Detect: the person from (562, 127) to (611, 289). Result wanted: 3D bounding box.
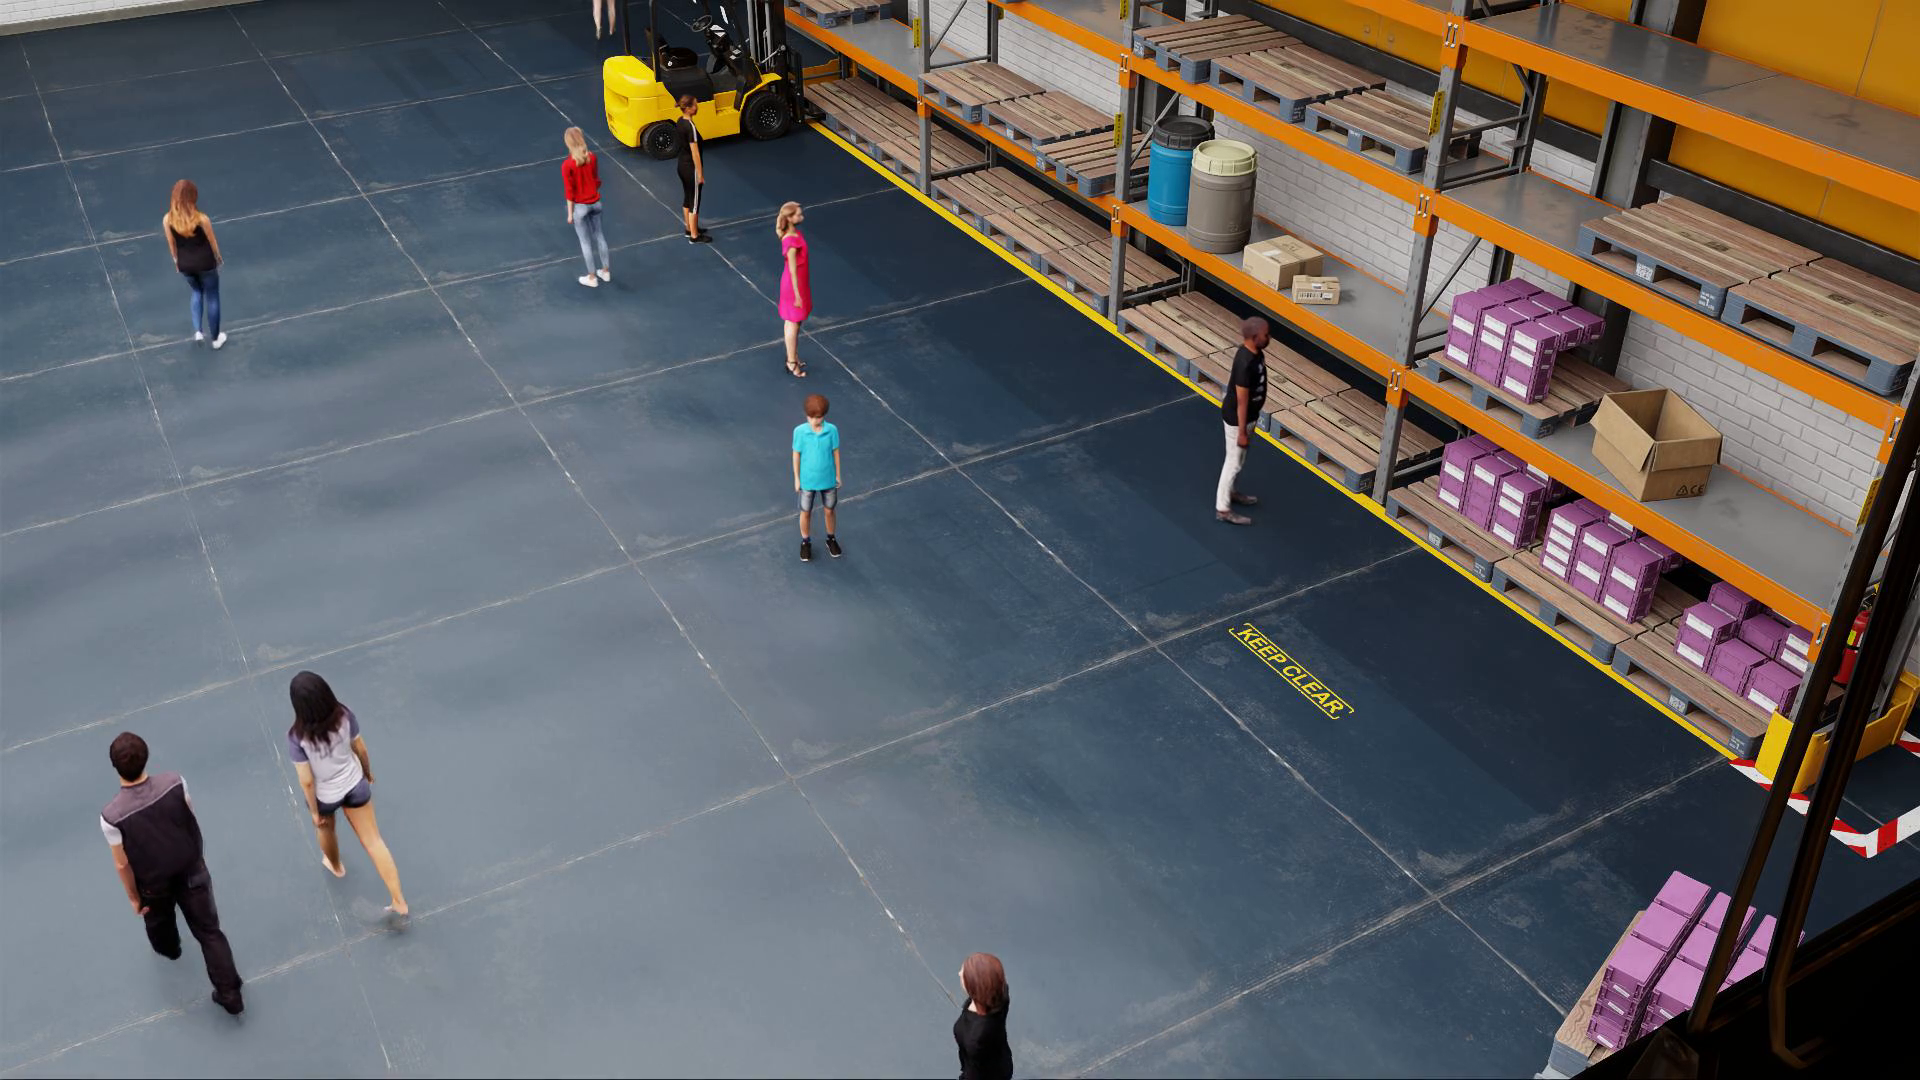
[{"bbox_3d":[-3.914,-3.476,17.377,0.638,1.702,0.685,24,41,32],"label":"person"}]

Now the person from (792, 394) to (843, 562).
[{"bbox_3d":[-1.132,-0.519,13.158,0.575,1.449,0.566,-7,34,-11],"label":"person"}]

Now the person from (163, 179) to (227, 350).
[{"bbox_3d":[-7.392,-2.620,16.087,0.692,1.705,0.722,-3,34,-4],"label":"person"}]

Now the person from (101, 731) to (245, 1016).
[{"bbox_3d":[-4.327,1.888,9.223,0.770,1.797,1.239,-27,42,-35],"label":"person"}]

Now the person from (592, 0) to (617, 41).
[{"bbox_3d":[-5.308,-8.214,24.575,0.794,1.626,0.994,-2,34,-3],"label":"person"}]

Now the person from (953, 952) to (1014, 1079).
[{"bbox_3d":[0.202,2.654,8.170,0.903,1.686,0.834,11,35,16],"label":"person"}]

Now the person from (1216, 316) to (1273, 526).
[{"bbox_3d":[2.292,-0.998,13.558,0.794,1.803,0.744,10,35,15],"label":"person"}]

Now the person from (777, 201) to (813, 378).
[{"bbox_3d":[-1.578,-2.384,15.713,0.715,1.727,0.610,-2,34,-4],"label":"person"}]

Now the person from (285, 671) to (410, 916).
[{"bbox_3d":[-3.632,1.537,9.845,0.801,1.693,1.202,-27,42,-35],"label":"person"}]

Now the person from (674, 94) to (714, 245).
[{"bbox_3d":[-2.983,-4.103,18.351,0.646,1.669,0.469,-16,37,-22],"label":"person"}]
